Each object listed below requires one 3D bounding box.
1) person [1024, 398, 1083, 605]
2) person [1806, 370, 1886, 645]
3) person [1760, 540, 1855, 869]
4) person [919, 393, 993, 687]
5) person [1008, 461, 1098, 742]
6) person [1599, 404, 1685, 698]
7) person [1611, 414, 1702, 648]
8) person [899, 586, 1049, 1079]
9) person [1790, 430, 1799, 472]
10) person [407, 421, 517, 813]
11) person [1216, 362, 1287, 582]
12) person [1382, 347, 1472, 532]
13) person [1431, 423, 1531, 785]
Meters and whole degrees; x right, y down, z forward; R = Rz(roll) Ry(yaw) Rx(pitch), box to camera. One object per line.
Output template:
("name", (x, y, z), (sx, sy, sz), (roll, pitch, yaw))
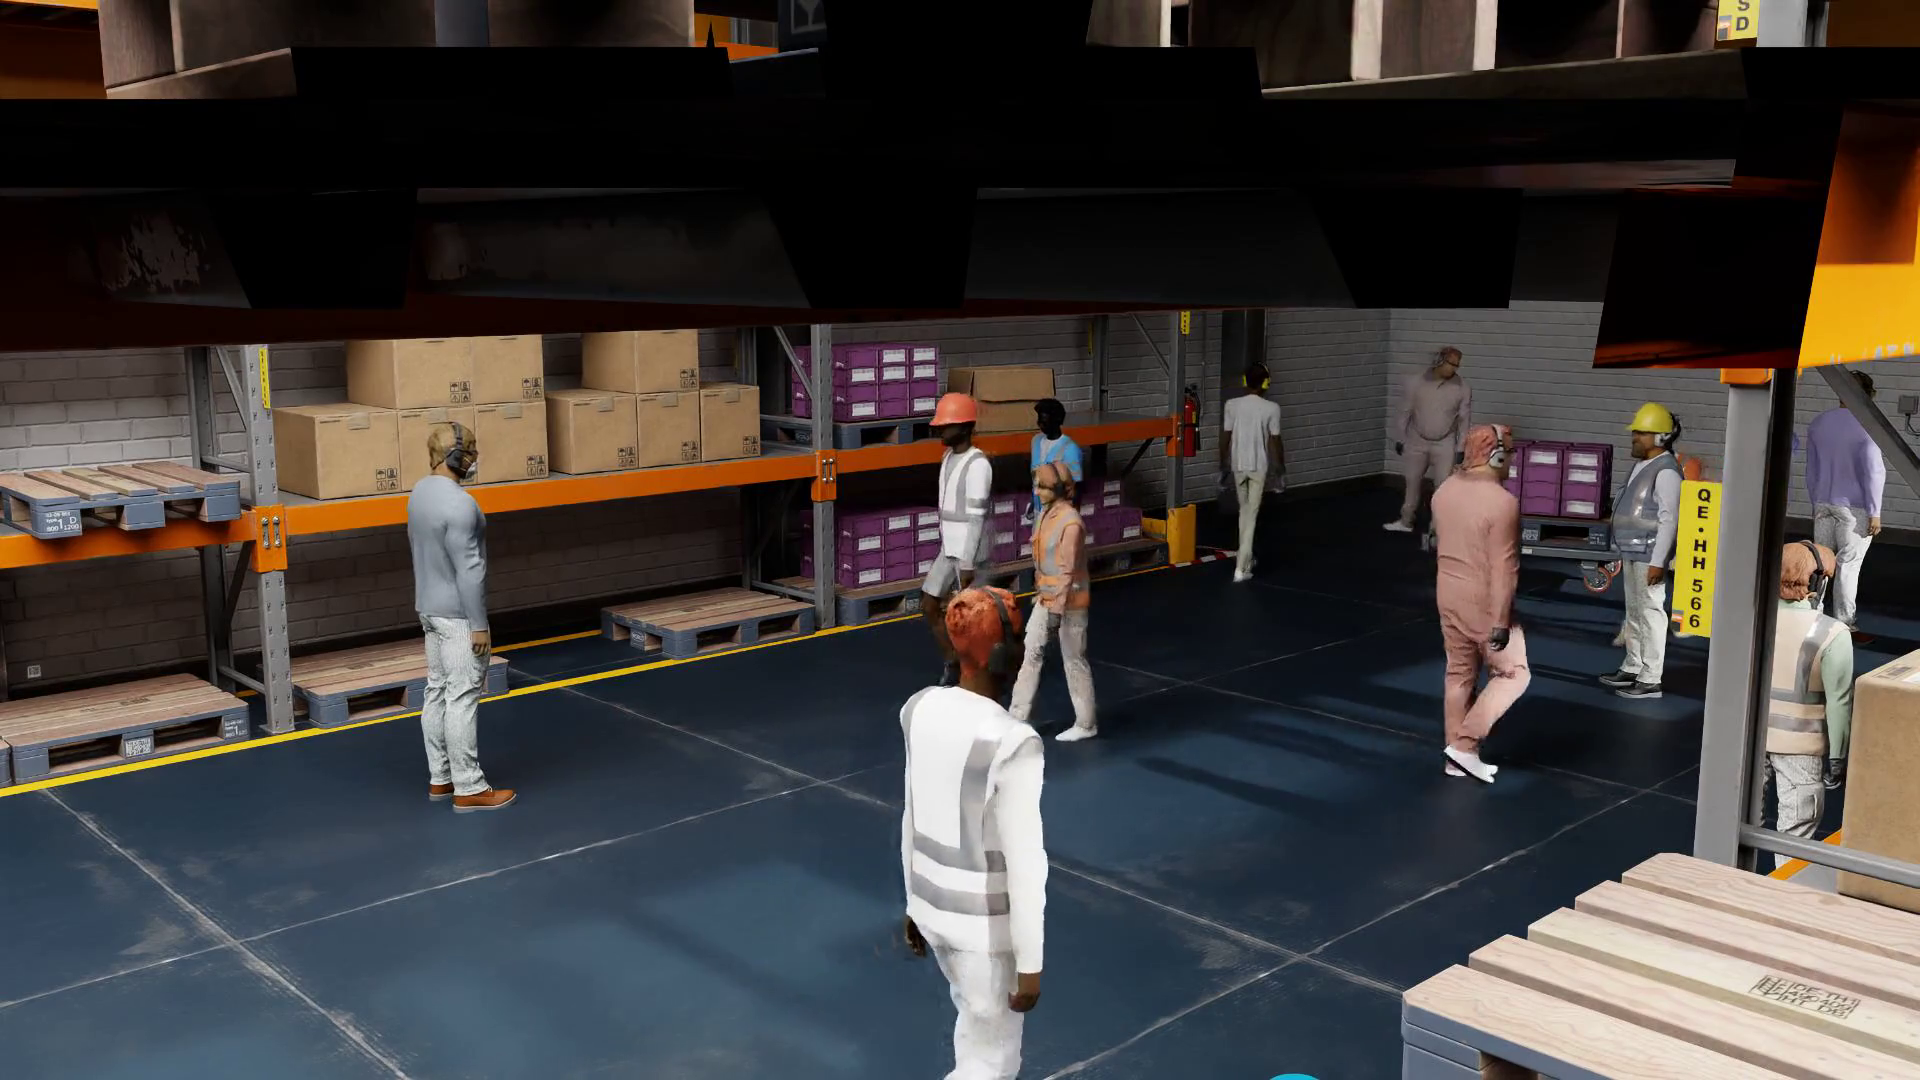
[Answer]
("person", (0.733, -0.254, 12.686), (0.480, 1.676, 0.703), (-7, 12, -34))
("person", (6.260, -0.229, 11.778), (0.372, 1.940, 0.631), (-3, 10, -17))
("person", (3.236, 0.814, 6.548), (0.311, 1.638, 0.523), (-6, 11, -31))
("person", (-0.043, 0.069, 10.084), (0.532, 1.919, 0.580), (-5, 11, -25))
("person", (0.467, 0.364, 9.239), (0.740, 1.605, 0.530), (-3, 10, -17))
("person", (4.258, 0.065, 10.367), (0.404, 1.831, 0.600), (1, 10, 5))
("person", (4.980, -0.086, 11.753), (0.828, 1.660, 0.532), (-9, 13, -41))
("person", (-0.025, 1.053, 4.536), (0.758, 1.863, 0.584), (-7, 12, -34))
("person", (5.757, -0.252, 12.092), (0.562, 1.879, 0.627), (-5, 11, -27))
("person", (-2.496, 0.378, 8.237), (0.373, 1.937, 0.630), (-8, 13, -39))
("person", (2.529, -0.595, 14.191), (0.564, 1.834, 0.833), (6, 11, 30))
("person", (4.550, -0.946, 16.217), (0.802, 1.862, 0.444), (4, 11, 23))
("person", (2.704, 0.337, 8.614), (0.422, 1.893, 0.645), (-4, 10, -20))
